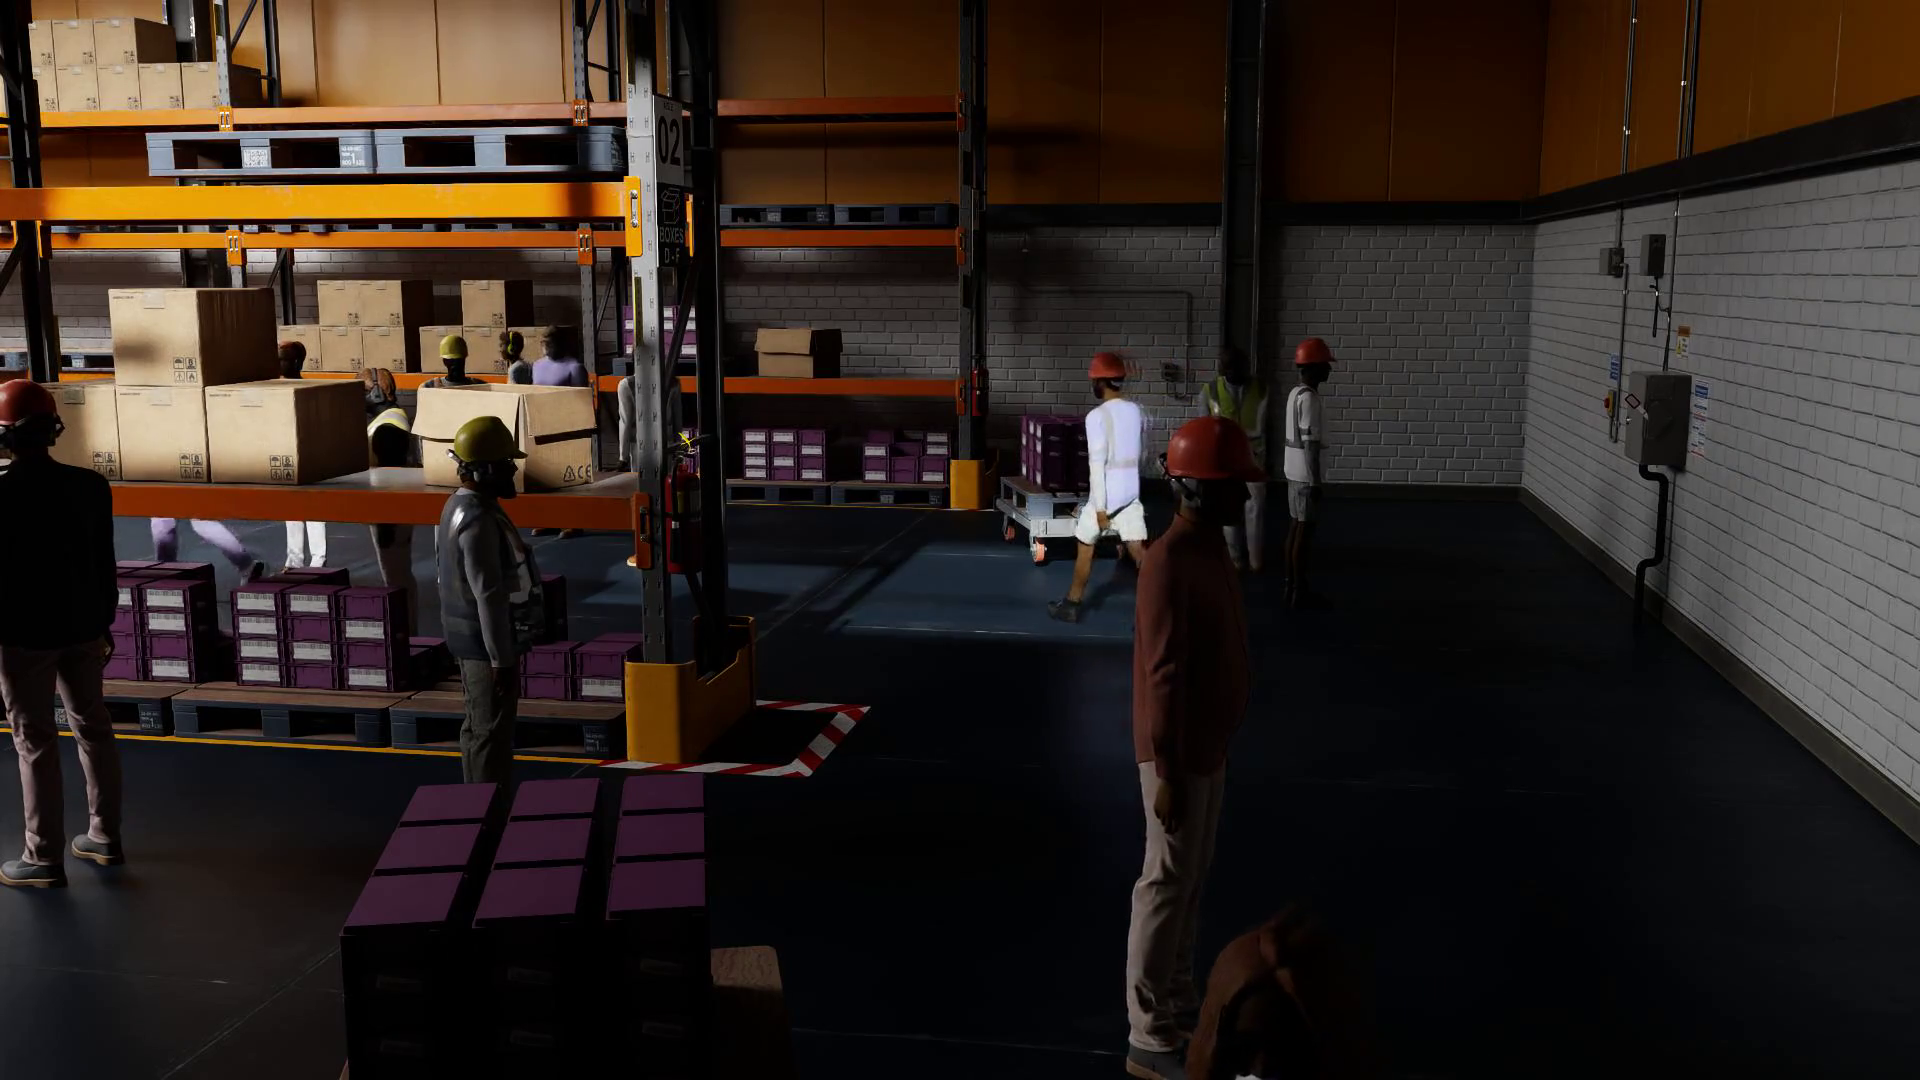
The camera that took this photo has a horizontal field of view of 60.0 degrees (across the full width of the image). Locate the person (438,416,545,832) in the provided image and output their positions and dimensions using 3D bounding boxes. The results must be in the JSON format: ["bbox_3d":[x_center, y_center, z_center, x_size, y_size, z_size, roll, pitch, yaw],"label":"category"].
[{"bbox_3d":[-1.899,0.411,6.780,0.404,1.833,0.590,-4,10,-24],"label":"person"}]

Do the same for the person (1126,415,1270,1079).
[{"bbox_3d":[0.706,0.620,4.977,0.396,1.992,0.619,4,10,21],"label":"person"}]

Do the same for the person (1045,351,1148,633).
[{"bbox_3d":[1.023,-0.315,11.155,0.549,1.889,1.012,-7,12,-38],"label":"person"}]

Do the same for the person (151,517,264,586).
[{"bbox_3d":[-5.622,-0.480,12.181,0.835,1.877,0.646,1,9,8],"label":"person"}]

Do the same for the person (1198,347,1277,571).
[{"bbox_3d":[2.218,-0.632,13.303,0.641,1.817,0.540,1,9,6],"label":"person"}]

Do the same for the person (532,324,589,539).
[{"bbox_3d":[-3.643,-0.980,15.085,0.631,1.939,0.372,5,10,28],"label":"person"}]

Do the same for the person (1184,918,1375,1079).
[{"bbox_3d":[0.435,1.270,2.226,0.504,1.591,0.839,4,10,22],"label":"person"}]

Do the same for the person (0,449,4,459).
[{"bbox_3d":[-6.517,-0.312,10.809,0.473,1.974,0.655,2,9,11],"label":"person"}]

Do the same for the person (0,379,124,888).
[{"bbox_3d":[-3.600,0.366,6.554,0.375,1.995,0.611,4,10,24],"label":"person"}]

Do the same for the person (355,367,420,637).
[{"bbox_3d":[-3.513,-0.137,10.181,0.429,1.837,0.625,-4,10,-22],"label":"person"}]

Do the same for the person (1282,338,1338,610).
[{"bbox_3d":[2.509,-0.475,11.940,0.352,1.942,0.545,0,9,0],"label":"person"}]

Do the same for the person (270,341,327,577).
[{"bbox_3d":[-5.122,-0.591,12.836,0.574,1.884,0.356,5,11,30],"label":"person"}]

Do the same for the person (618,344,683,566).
[{"bbox_3d":[-2.533,-0.714,13.601,0.572,1.884,0.356,-7,12,-39],"label":"person"}]

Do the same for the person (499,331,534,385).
[{"bbox_3d":[-4.230,-1.131,16.318,0.762,1.846,0.536,-1,9,-5],"label":"person"}]

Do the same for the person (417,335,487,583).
[{"bbox_3d":[-3.887,-0.624,12.909,0.587,1.927,0.369,-5,11,-30],"label":"person"}]
